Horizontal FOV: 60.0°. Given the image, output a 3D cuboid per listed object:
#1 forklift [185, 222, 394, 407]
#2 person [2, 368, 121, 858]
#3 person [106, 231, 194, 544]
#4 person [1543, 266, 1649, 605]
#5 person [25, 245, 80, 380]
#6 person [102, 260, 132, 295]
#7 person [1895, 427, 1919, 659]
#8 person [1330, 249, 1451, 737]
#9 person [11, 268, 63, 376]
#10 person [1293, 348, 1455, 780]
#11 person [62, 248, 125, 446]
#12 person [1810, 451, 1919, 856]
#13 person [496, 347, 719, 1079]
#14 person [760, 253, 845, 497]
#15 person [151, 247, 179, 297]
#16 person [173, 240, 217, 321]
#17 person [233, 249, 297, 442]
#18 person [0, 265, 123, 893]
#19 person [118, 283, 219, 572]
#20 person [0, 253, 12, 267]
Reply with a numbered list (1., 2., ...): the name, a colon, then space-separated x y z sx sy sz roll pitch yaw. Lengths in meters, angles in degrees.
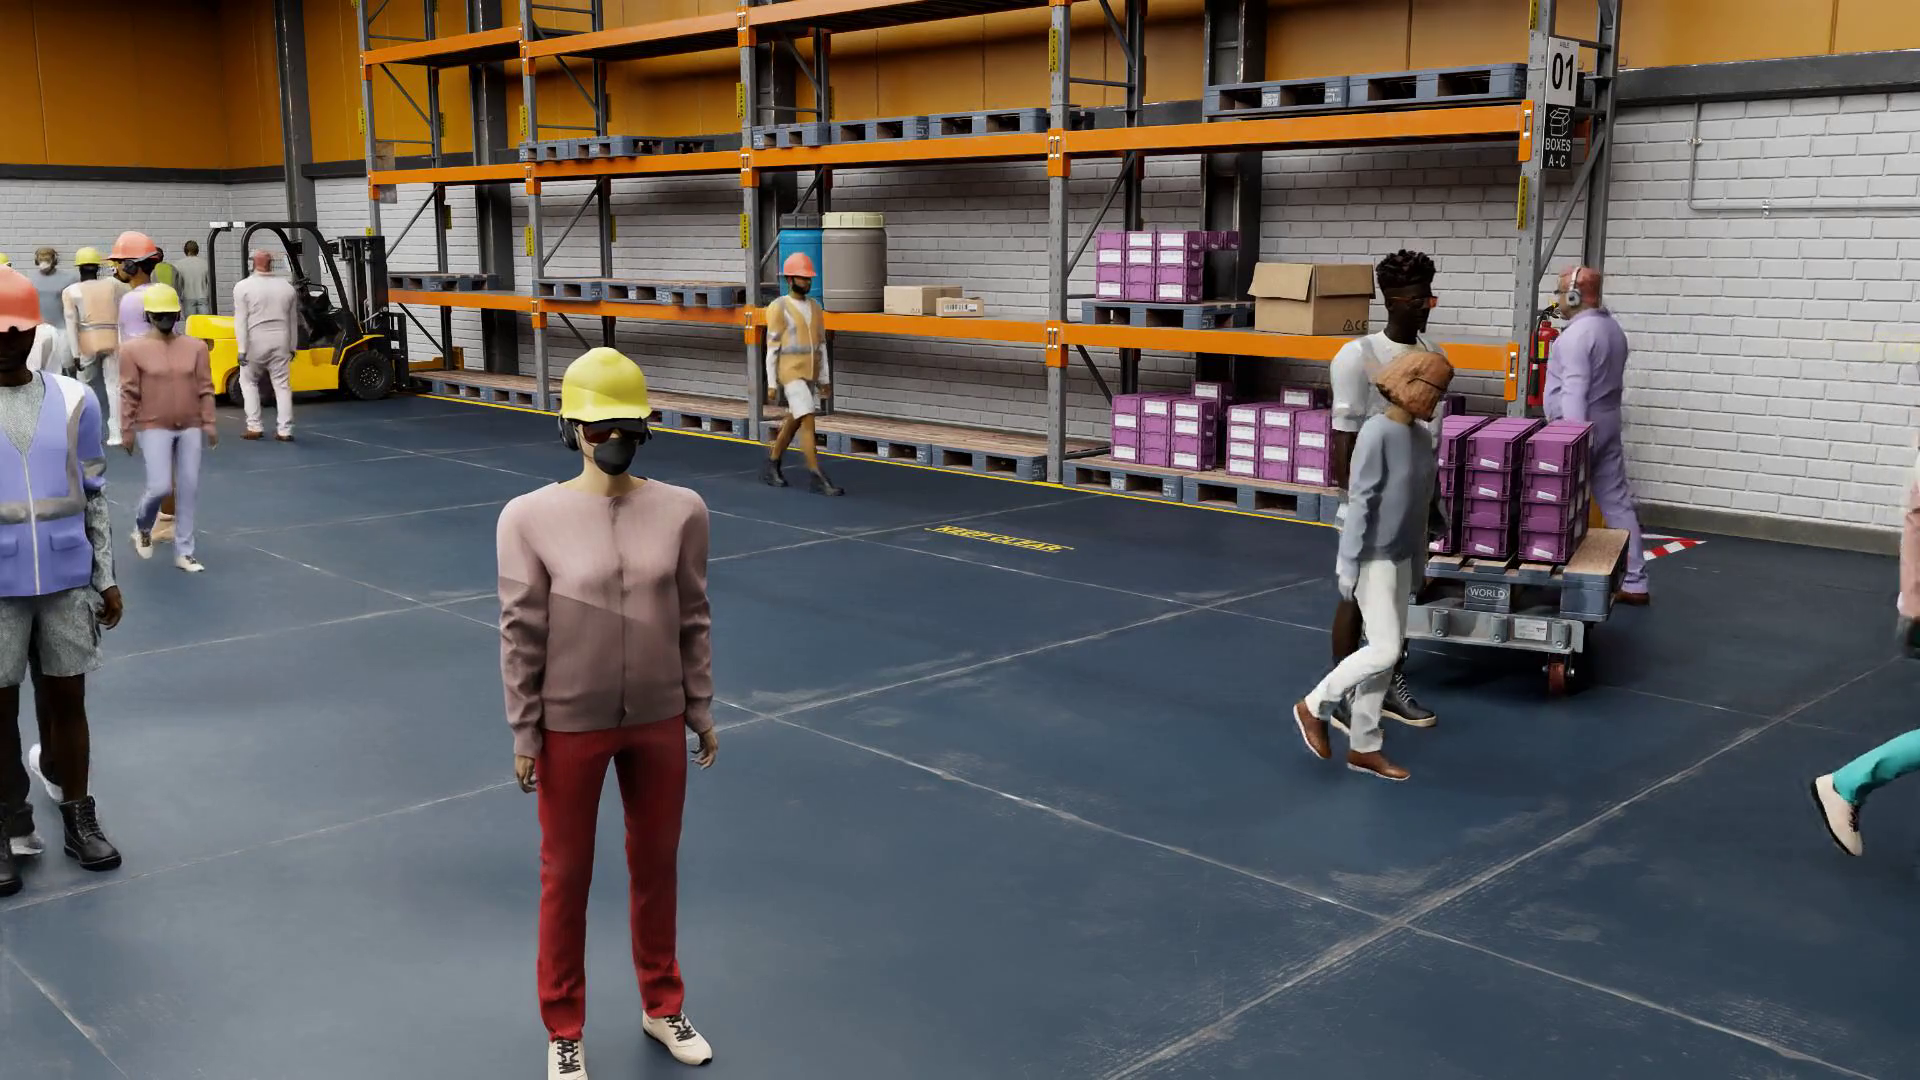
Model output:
1. forklift: -8.169 -2.758 20.163 2.313 2.155 1.214 -10 14 -44
2. person: -3.174 0.090 5.574 0.637 1.864 1.031 -6 12 -29
3. person: -5.340 -0.993 10.947 0.383 2.045 0.605 0 10 -2
4. person: 3.399 -0.578 9.210 0.679 1.848 1.010 -10 14 -43
5. person: -10.364 -2.415 19.078 0.629 1.919 0.712 -2 11 -11
6. person: -9.799 -2.464 19.547 0.403 1.834 0.588 2 11 13
7. person: 3.140 0.205 4.909 0.486 1.864 0.704 -6 12 -31
8. person: 1.755 -0.187 6.763 0.600 1.967 0.368 -7 12 -32
9. person: -5.371 -0.605 9.352 0.693 1.862 0.591 8 13 38
10. person: 1.555 0.090 6.192 0.418 1.610 0.563 9 14 41
11. person: -8.372 -1.861 16.096 0.598 1.894 0.863 -10 14 -42
12. person: 3.050 0.220 5.169 0.506 1.742 0.544 8 13 37
13. person: -0.820 0.430 3.952 0.524 1.769 0.308 -7 12 -32
14. person: -1.288 -1.315 13.131 0.970 1.896 0.556 8 13 38
15. person: -12.654 -3.708 26.301 0.429 1.846 0.629 6 12 30
16. person: -12.417 -3.890 27.032 0.636 1.940 0.365 -6 12 -31
17. person: -6.882 -1.912 16.398 0.731 1.881 0.668 9 14 41
18. person: -2.894 0.124 5.157 0.551 1.933 0.376 -10 14 -43
19. person: -4.766 -0.670 10.013 0.480 1.747 0.522 10 14 44
20. person: -11.330 -2.498 19.765 0.403 1.826 0.596 -1 10 -8
